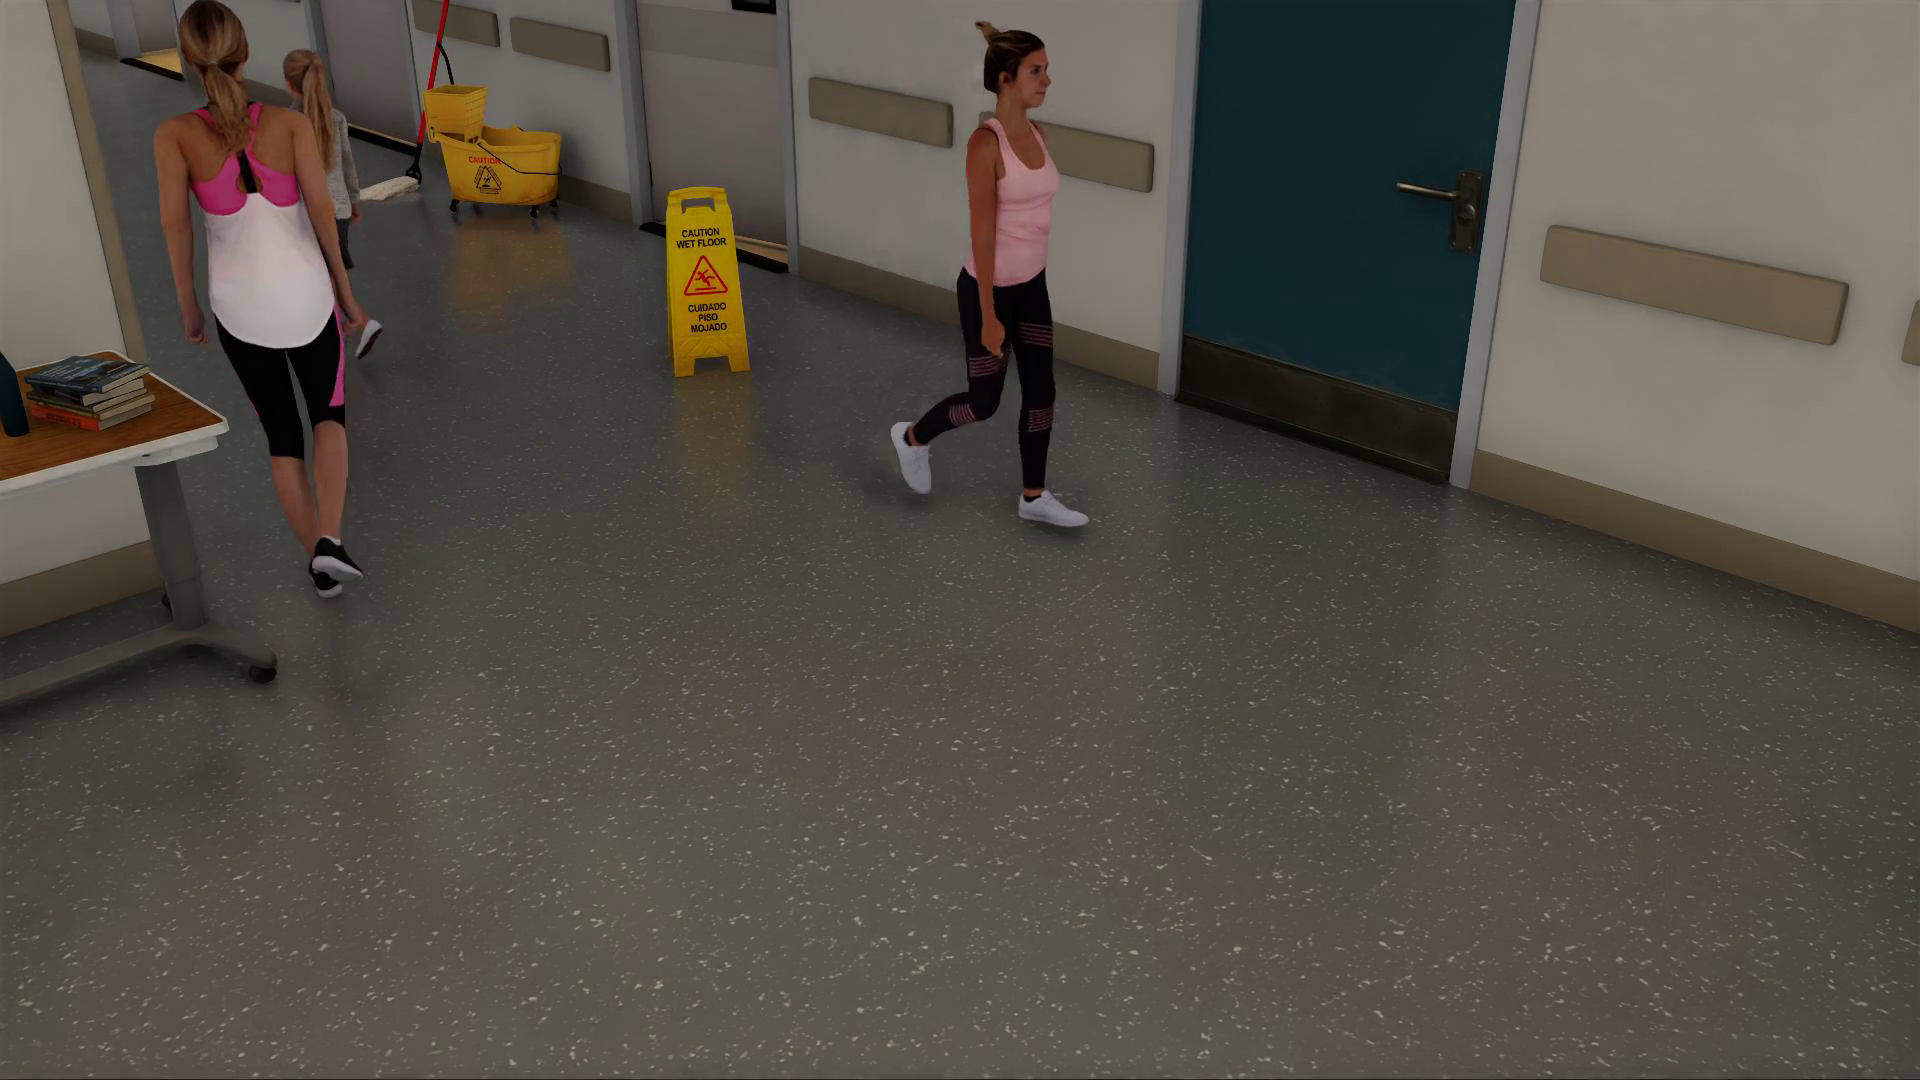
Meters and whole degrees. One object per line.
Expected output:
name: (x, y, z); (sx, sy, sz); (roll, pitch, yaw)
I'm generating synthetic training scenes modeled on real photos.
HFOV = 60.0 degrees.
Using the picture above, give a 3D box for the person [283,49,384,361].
person: (-2.659, -1.387, 6.979); (0.883, 1.256, 0.613); (16, 30, 30)

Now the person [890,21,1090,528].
person: (0.076, -0.814, 5.376); (0.965, 1.623, 0.608); (19, 32, 34)

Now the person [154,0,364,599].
person: (-1.962, -0.604, 4.766); (0.780, 1.774, 0.835); (-9, 27, -18)
